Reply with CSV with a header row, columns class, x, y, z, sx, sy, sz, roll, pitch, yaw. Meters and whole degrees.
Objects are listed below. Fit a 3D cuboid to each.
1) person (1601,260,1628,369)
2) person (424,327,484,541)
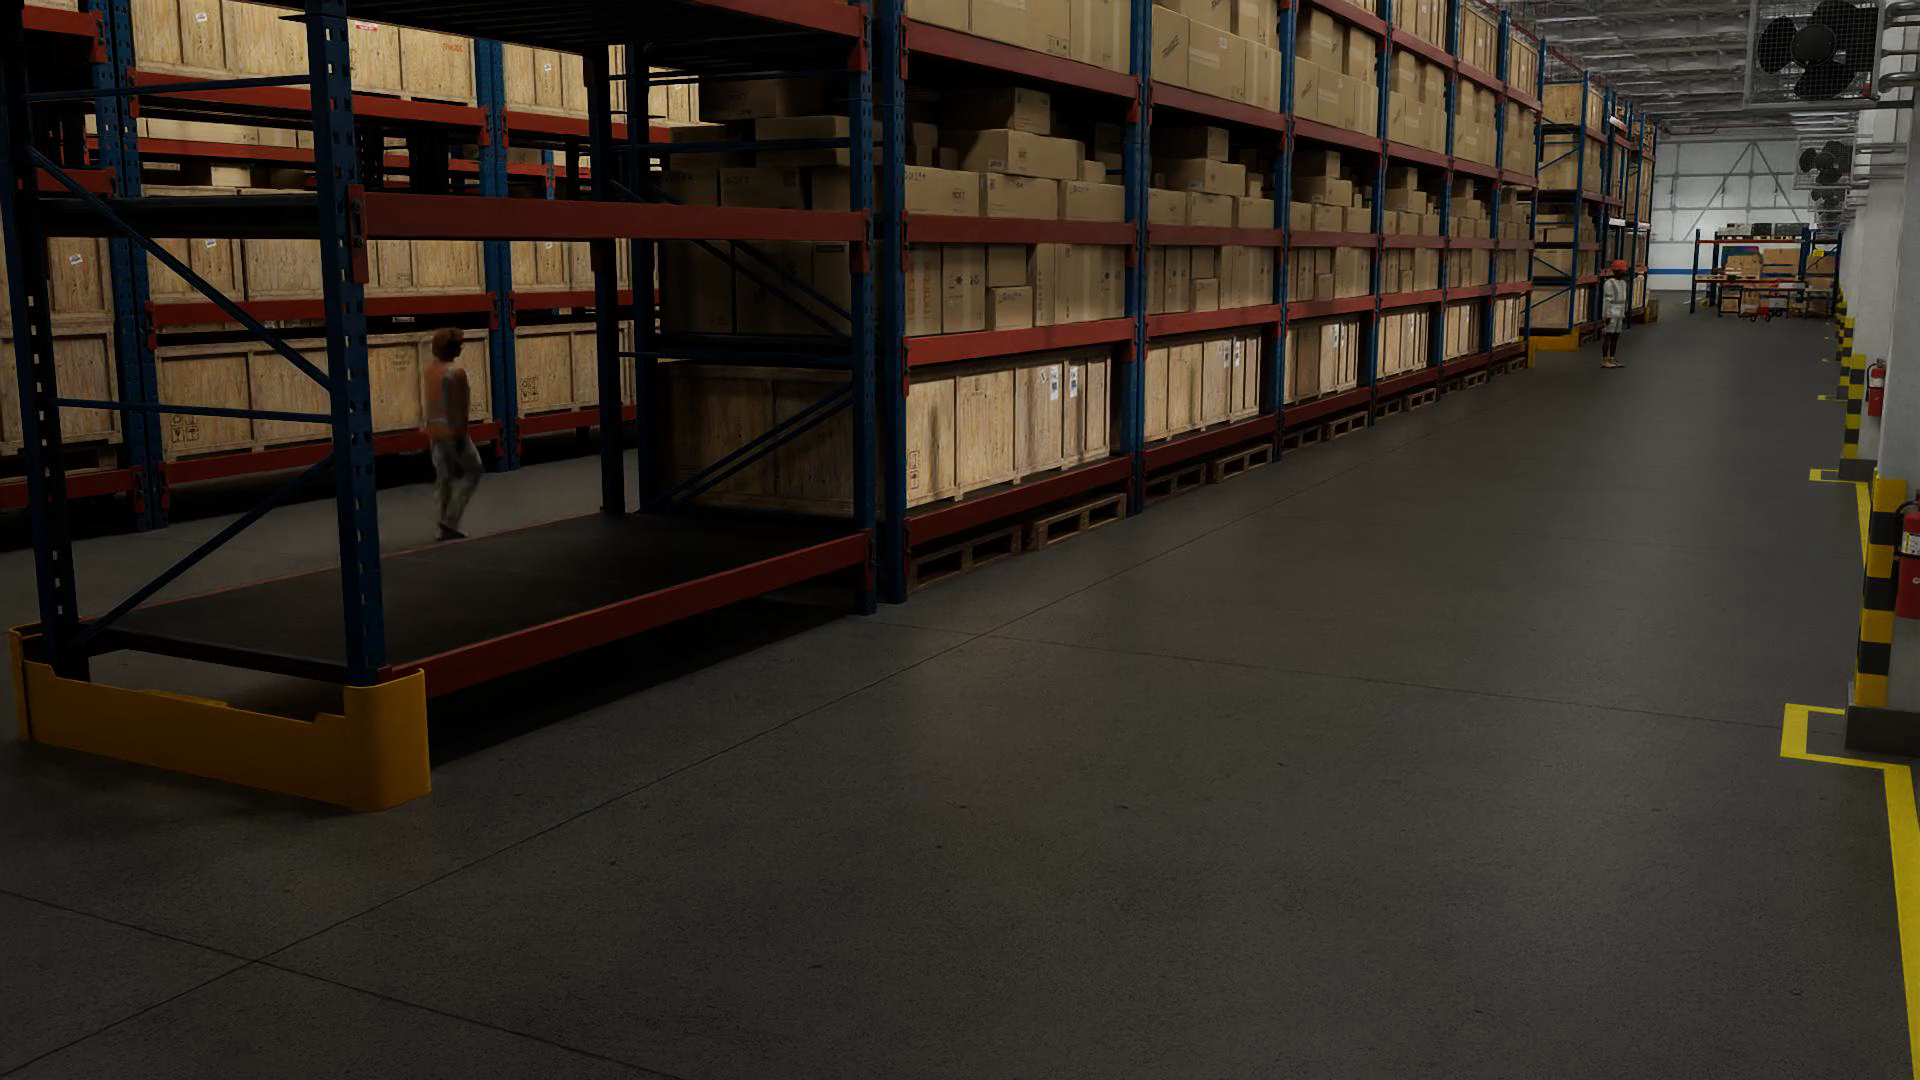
class,x,y,z,sx,sy,sz,roll,pitch,yaw
person,12.405,-4.262,31.442,0.615,2.043,0.373,-8,12,-37
person,-3.843,-0.794,12.581,0.516,1.626,0.370,8,13,40
